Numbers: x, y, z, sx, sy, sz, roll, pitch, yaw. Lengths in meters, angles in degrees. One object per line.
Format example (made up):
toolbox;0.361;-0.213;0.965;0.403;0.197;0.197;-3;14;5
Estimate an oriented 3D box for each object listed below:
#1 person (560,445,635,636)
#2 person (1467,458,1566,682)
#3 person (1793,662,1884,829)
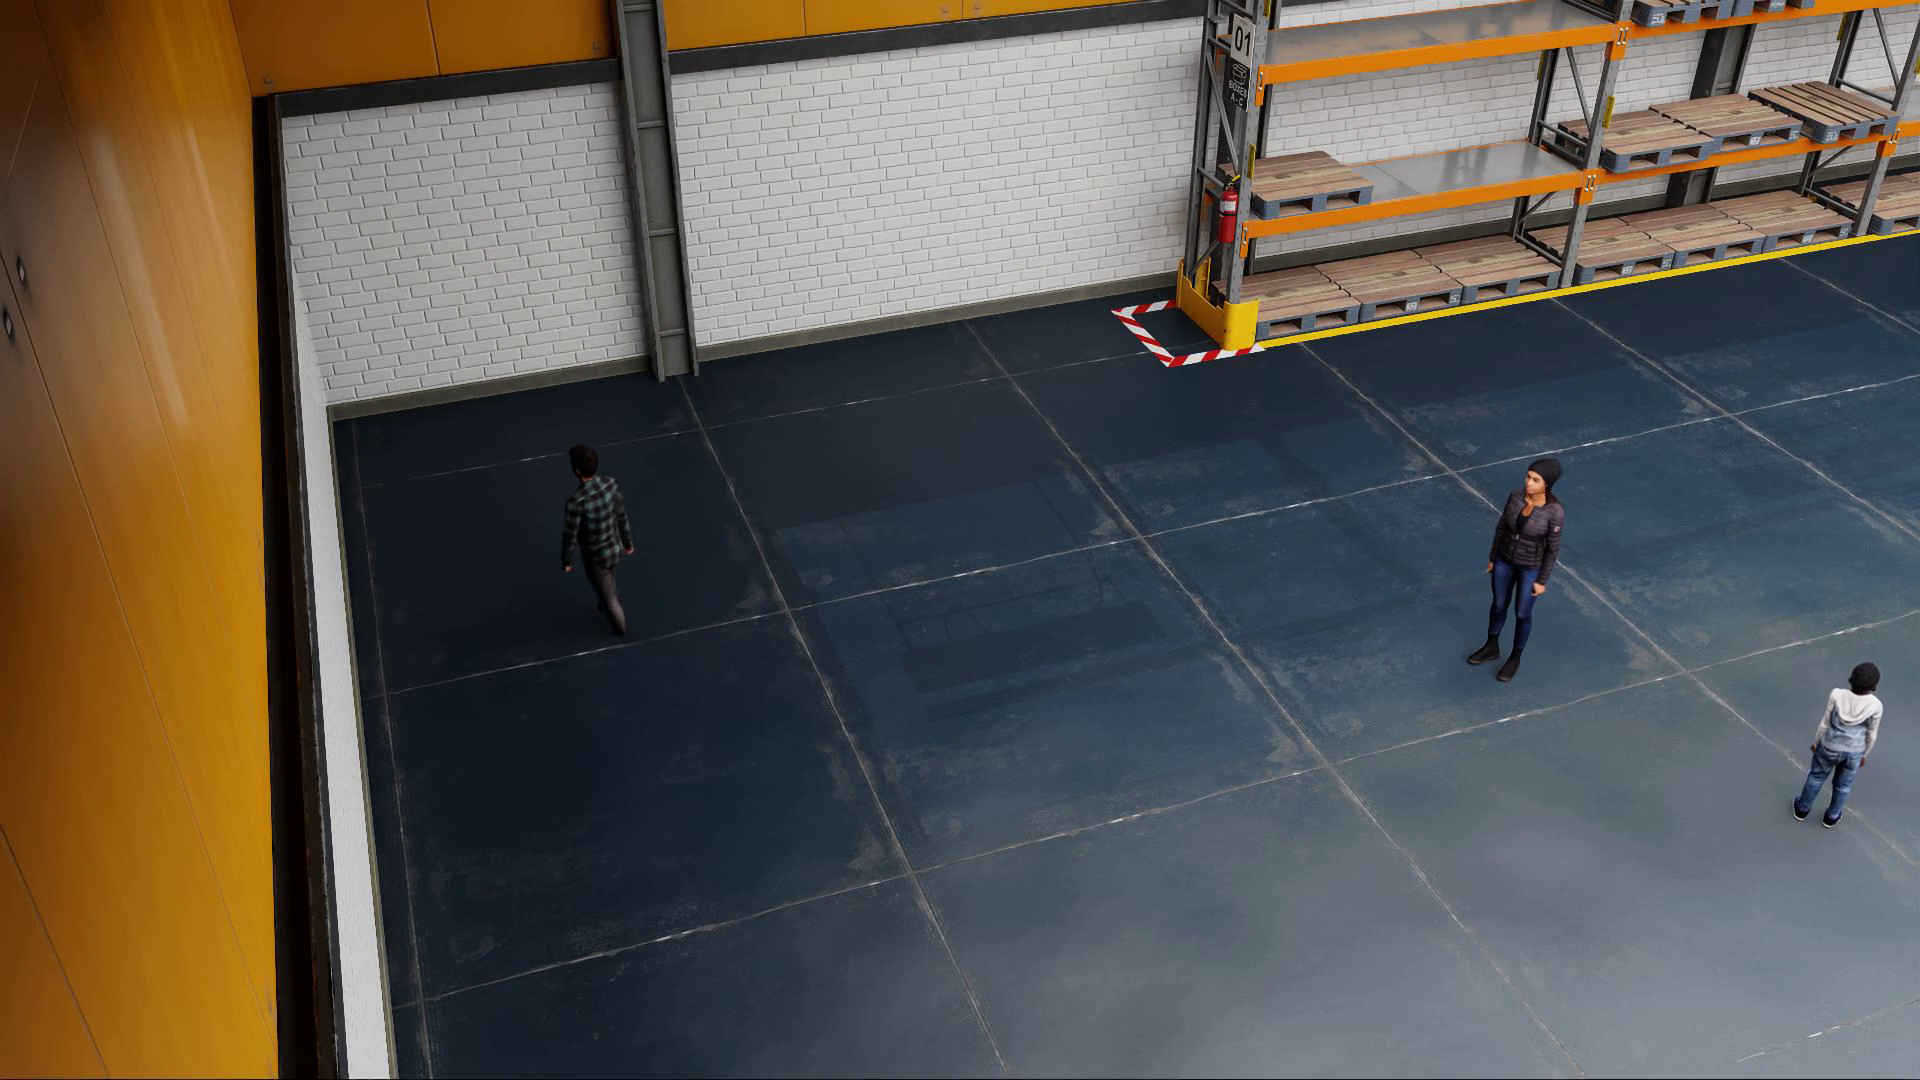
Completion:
person;-2.598;0.097;12.293;1.003;1.702;0.999;22;39;29
person;3.976;0.192;11.786;0.681;1.746;0.695;-25;41;-33
person;5.598;1.294;10.566;0.568;1.261;0.623;17;37;24
